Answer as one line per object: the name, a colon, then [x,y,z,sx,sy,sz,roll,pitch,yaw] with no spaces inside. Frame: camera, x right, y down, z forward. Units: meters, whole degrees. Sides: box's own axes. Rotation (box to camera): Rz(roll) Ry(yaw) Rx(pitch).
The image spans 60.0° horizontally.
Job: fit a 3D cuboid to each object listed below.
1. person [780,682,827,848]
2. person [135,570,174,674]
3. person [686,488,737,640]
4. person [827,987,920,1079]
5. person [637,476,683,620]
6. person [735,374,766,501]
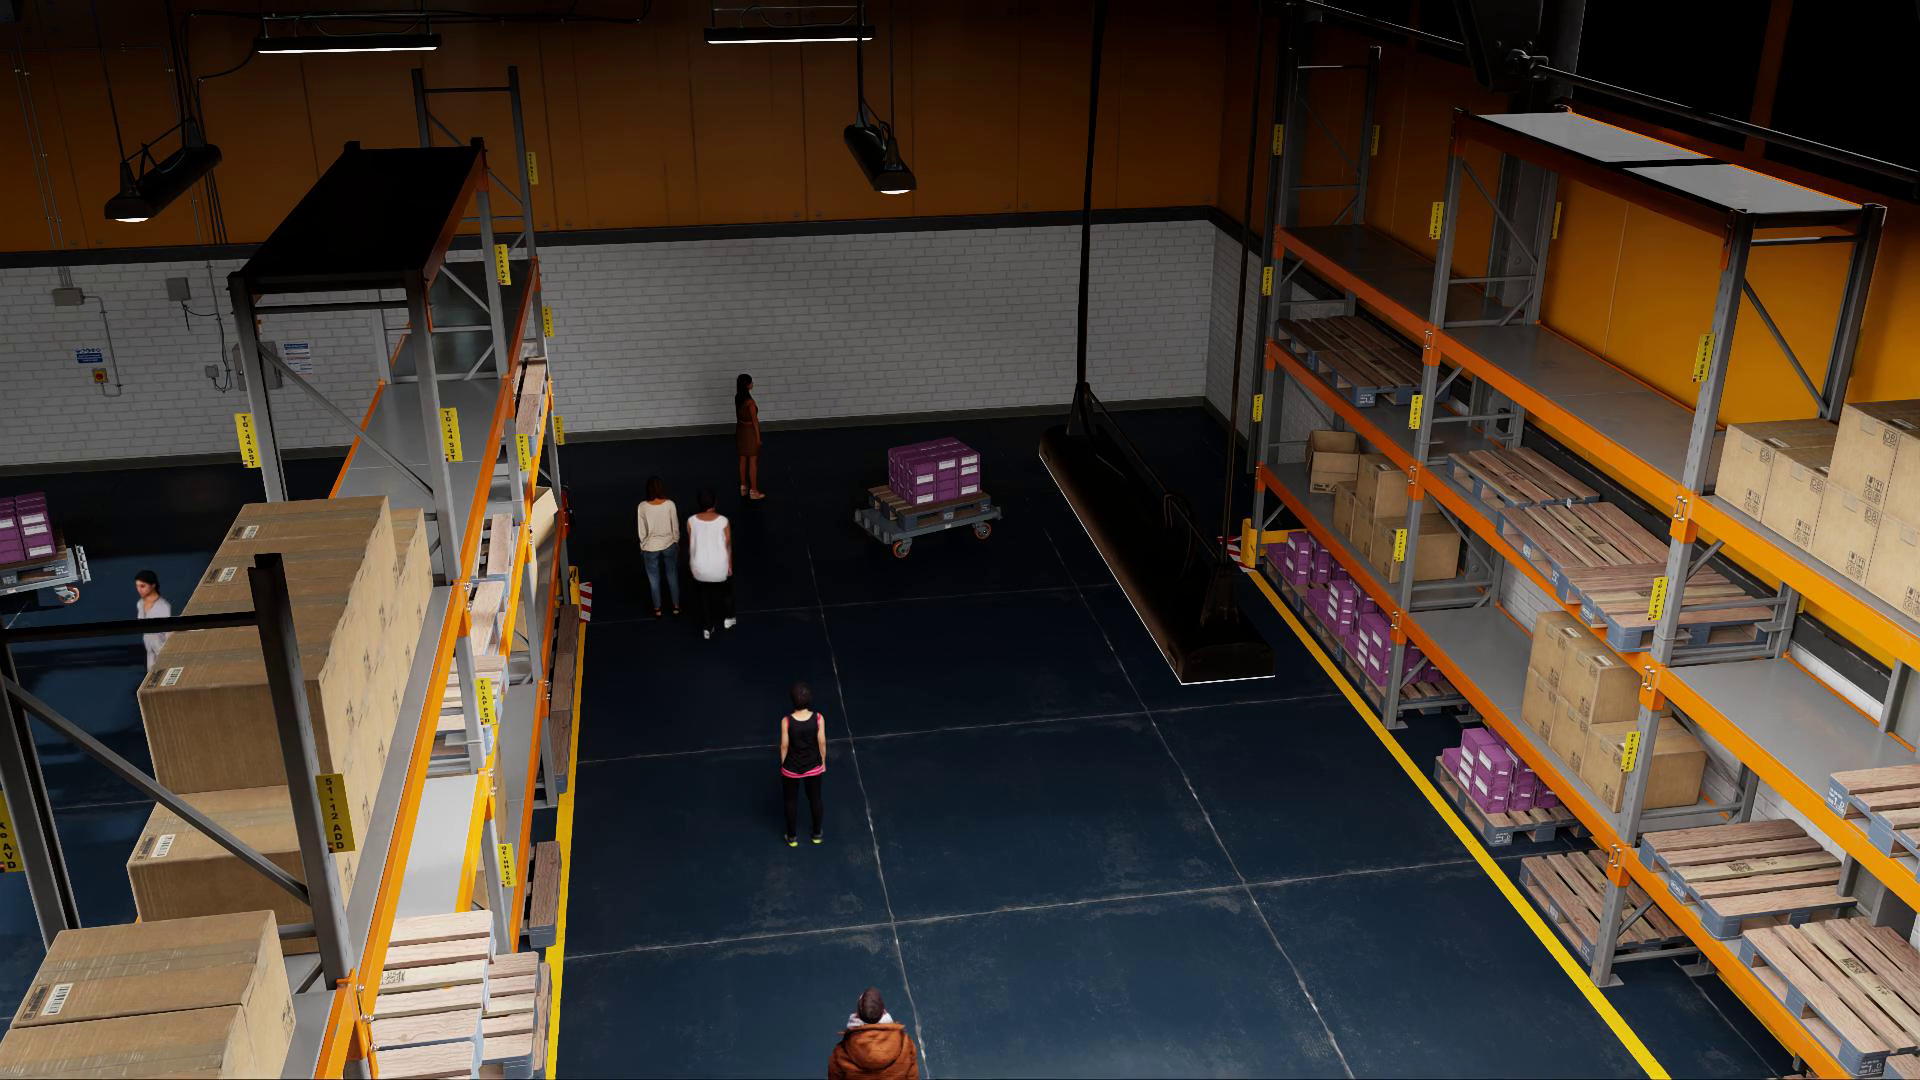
person: [-1.361,1.930,14.341,0.561,1.549,0.533,-6,24,-14]
person: [-7.576,1.090,16.016,0.928,1.747,1.119,8,25,18]
person: [-2.710,0.278,17.970,0.747,1.669,0.806,2,24,4]
person: [-0.492,3.599,10.196,0.803,1.810,1.004,-8,25,-17]
person: [-3.324,0.081,18.404,0.598,1.683,0.525,-4,24,-9]
person: [-2.766,-1.356,21.682,0.699,1.690,0.601,-20,31,-38]
